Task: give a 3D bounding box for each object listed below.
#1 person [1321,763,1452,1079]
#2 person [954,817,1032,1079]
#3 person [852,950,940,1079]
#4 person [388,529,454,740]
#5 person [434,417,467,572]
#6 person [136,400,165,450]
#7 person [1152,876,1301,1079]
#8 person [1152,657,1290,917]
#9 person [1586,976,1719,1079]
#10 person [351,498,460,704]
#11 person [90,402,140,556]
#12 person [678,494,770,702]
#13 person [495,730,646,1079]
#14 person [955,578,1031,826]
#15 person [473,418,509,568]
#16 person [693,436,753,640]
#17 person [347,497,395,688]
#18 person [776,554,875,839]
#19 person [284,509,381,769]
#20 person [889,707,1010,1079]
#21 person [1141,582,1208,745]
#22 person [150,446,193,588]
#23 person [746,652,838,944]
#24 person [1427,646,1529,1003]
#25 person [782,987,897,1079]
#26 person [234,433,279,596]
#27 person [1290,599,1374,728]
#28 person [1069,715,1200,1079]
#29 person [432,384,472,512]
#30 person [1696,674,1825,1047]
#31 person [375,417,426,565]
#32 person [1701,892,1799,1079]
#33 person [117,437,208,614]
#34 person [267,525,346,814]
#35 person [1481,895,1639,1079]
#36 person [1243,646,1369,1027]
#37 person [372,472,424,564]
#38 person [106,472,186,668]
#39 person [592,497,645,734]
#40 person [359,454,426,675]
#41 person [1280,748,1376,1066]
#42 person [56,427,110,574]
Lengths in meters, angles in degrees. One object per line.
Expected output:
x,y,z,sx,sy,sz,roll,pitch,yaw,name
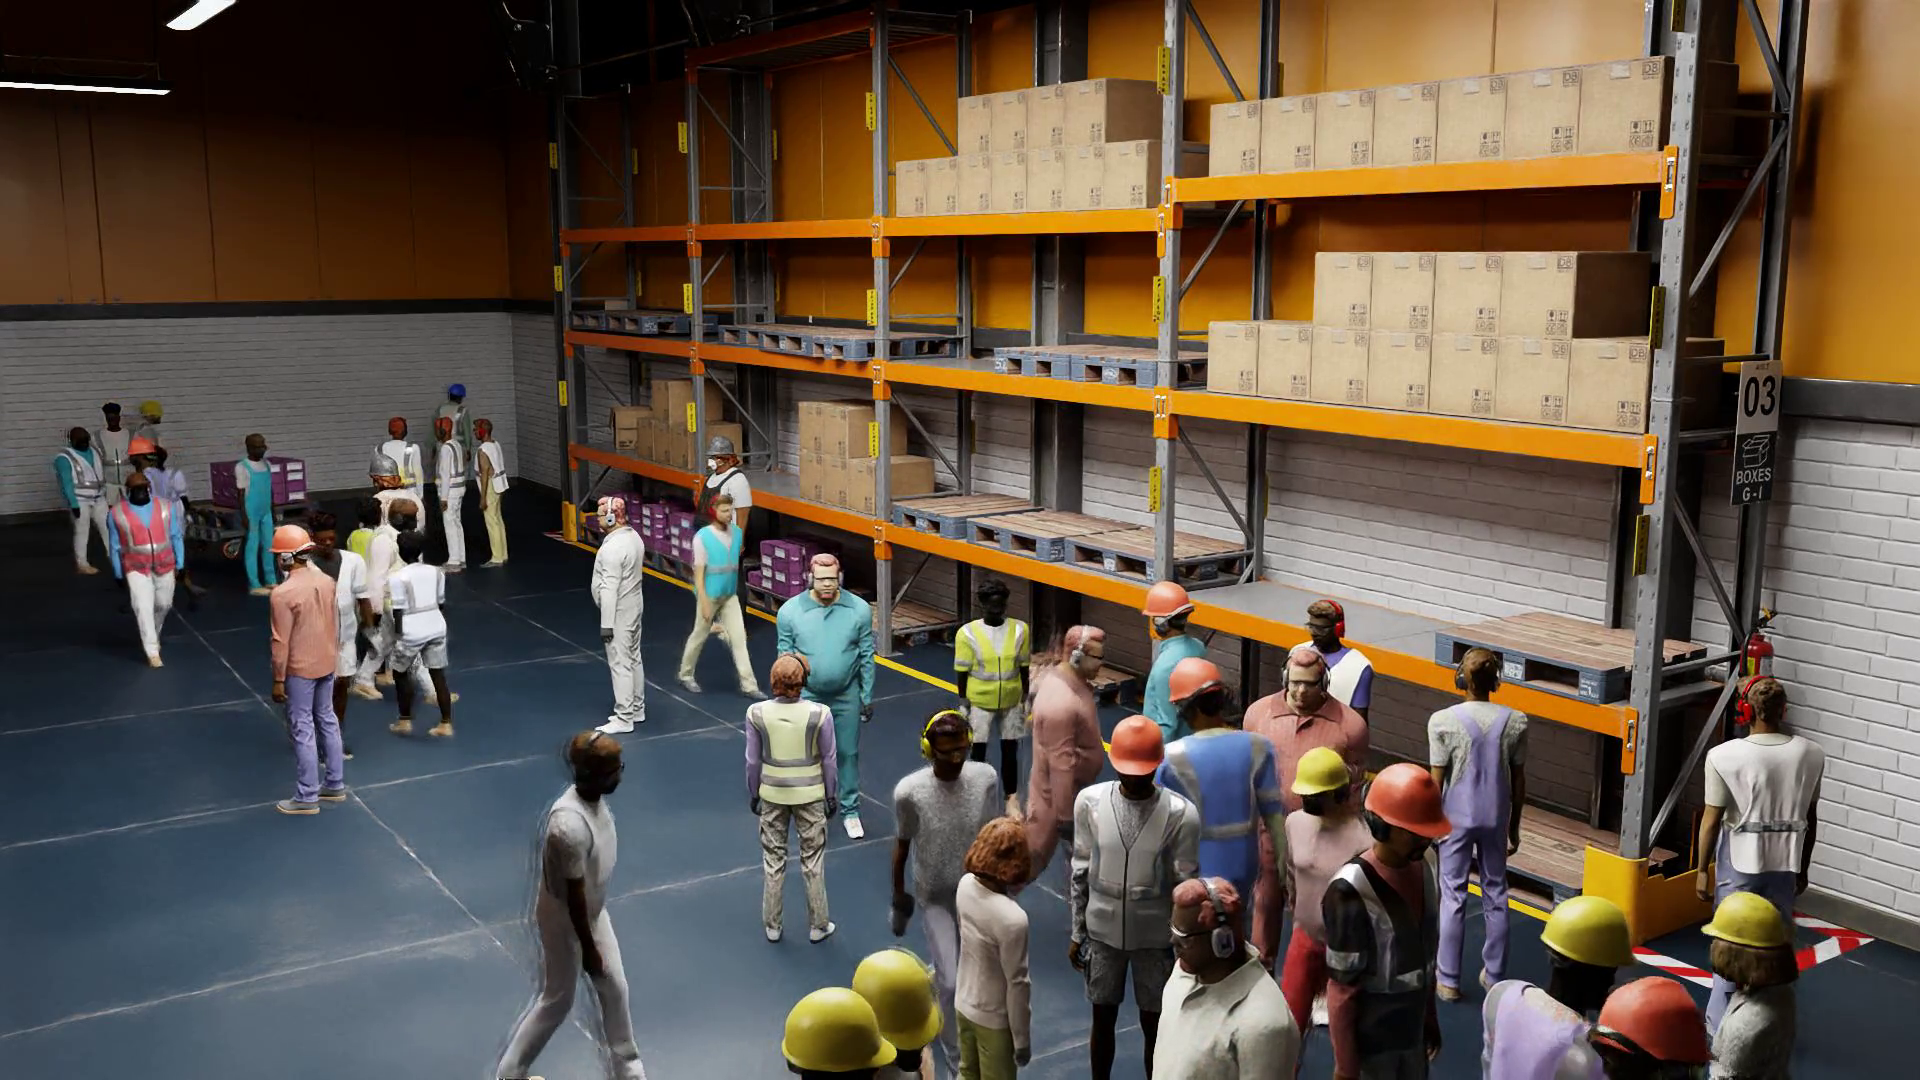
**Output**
1.560,1.777,6.032,0.613,2.031,0.403,-9,13,-43,person
0.131,1.884,6.587,0.287,1.626,0.496,-5,11,-28,person
-0.244,2.044,4.879,0.532,1.877,0.631,5,11,27,person
-4.297,0.748,13.114,0.704,1.661,0.568,6,11,31,person
-6.183,-0.554,20.155,0.363,1.878,0.584,-1,10,-5,person
-11.493,-1.086,23.551,0.572,1.783,0.619,-4,10,-21,person
0.789,1.976,5.255,0.403,1.897,0.654,-3,10,-18,person
1.169,1.521,7.698,0.676,1.964,1.046,-3,10,-18,person
1.608,2.097,4.241,0.604,2.014,0.619,-1,10,-5,person
-4.805,0.520,14.151,0.981,1.793,0.626,0,10,1,person
-10.747,-0.782,21.227,0.609,1.965,0.368,-6,11,-31,person
-2.107,0.481,14.337,0.982,1.794,0.585,7,12,37,person
-1.728,1.683,7.322,0.811,1.794,0.522,2,10,10,person
0.223,1.080,11.118,0.537,1.688,0.319,-3,10,-16,person
-5.742,-0.573,20.395,0.386,1.838,0.566,0,10,0,person
-2.391,-0.030,16.594,0.539,2.000,0.688,-7,12,-34,person
-5.193,0.459,14.733,0.541,1.696,0.315,8,12,38,person
-0.866,1.022,10.838,0.645,1.900,0.399,-2,10,-10,person
-4.682,0.726,12.432,0.584,1.940,0.620,9,13,42,person
-0.082,1.601,7.641,0.561,1.833,0.791,-4,11,-24,person
1.196,1.217,9.431,0.392,1.988,0.609,5,11,25,person
-9.174,-0.271,19.176,0.549,1.646,0.725,1,10,7,person
-0.926,1.430,9.200,0.513,1.641,0.309,1,10,5,person
2.610,1.450,8.481,0.505,1.845,0.346,0,10,-1,person
-0.356,2.101,4.417,0.384,1.925,0.593,-3,10,-17,person
-7.899,-0.290,18.720,0.354,1.837,0.507,4,10,22,person
2.151,1.242,9.739,0.390,1.835,0.560,-8,12,-38,person
0.726,1.663,7.009,0.550,1.925,0.388,3,10,18,person
-7.611,-1.372,24.880,0.736,1.907,0.550,2,10,11,person
3.783,1.554,7.901,0.560,1.836,0.393,0,10,-3,person
-6.738,-0.541,20.060,0.575,1.883,0.362,1,10,6,person
2.531,2.008,5.587,0.717,1.719,0.491,6,12,33,person
-8.554,-0.156,17.730,0.845,1.913,0.543,-3,10,-18,person
-4.509,0.880,11.418,0.407,1.987,0.615,3,10,15,person
1.816,1.998,5.070,0.392,1.915,0.592,-4,10,-20,person
1.678,1.458,8.265,0.642,1.906,0.410,3,10,18,person
-5.206,0.271,15.247,0.590,1.893,0.727,8,12,39,person
-7.659,0.244,15.655,0.617,1.821,0.831,-8,13,-39,person
-2.749,0.595,13.345,0.399,1.900,0.645,1,10,6,person
-5.197,0.231,15.064,0.537,2.000,0.682,4,11,24,person
1.546,1.742,7.136,0.897,1.718,0.531,-9,13,-44,person
-10.296,-0.449,19.797,0.821,1.793,0.693,3,10,19,person
